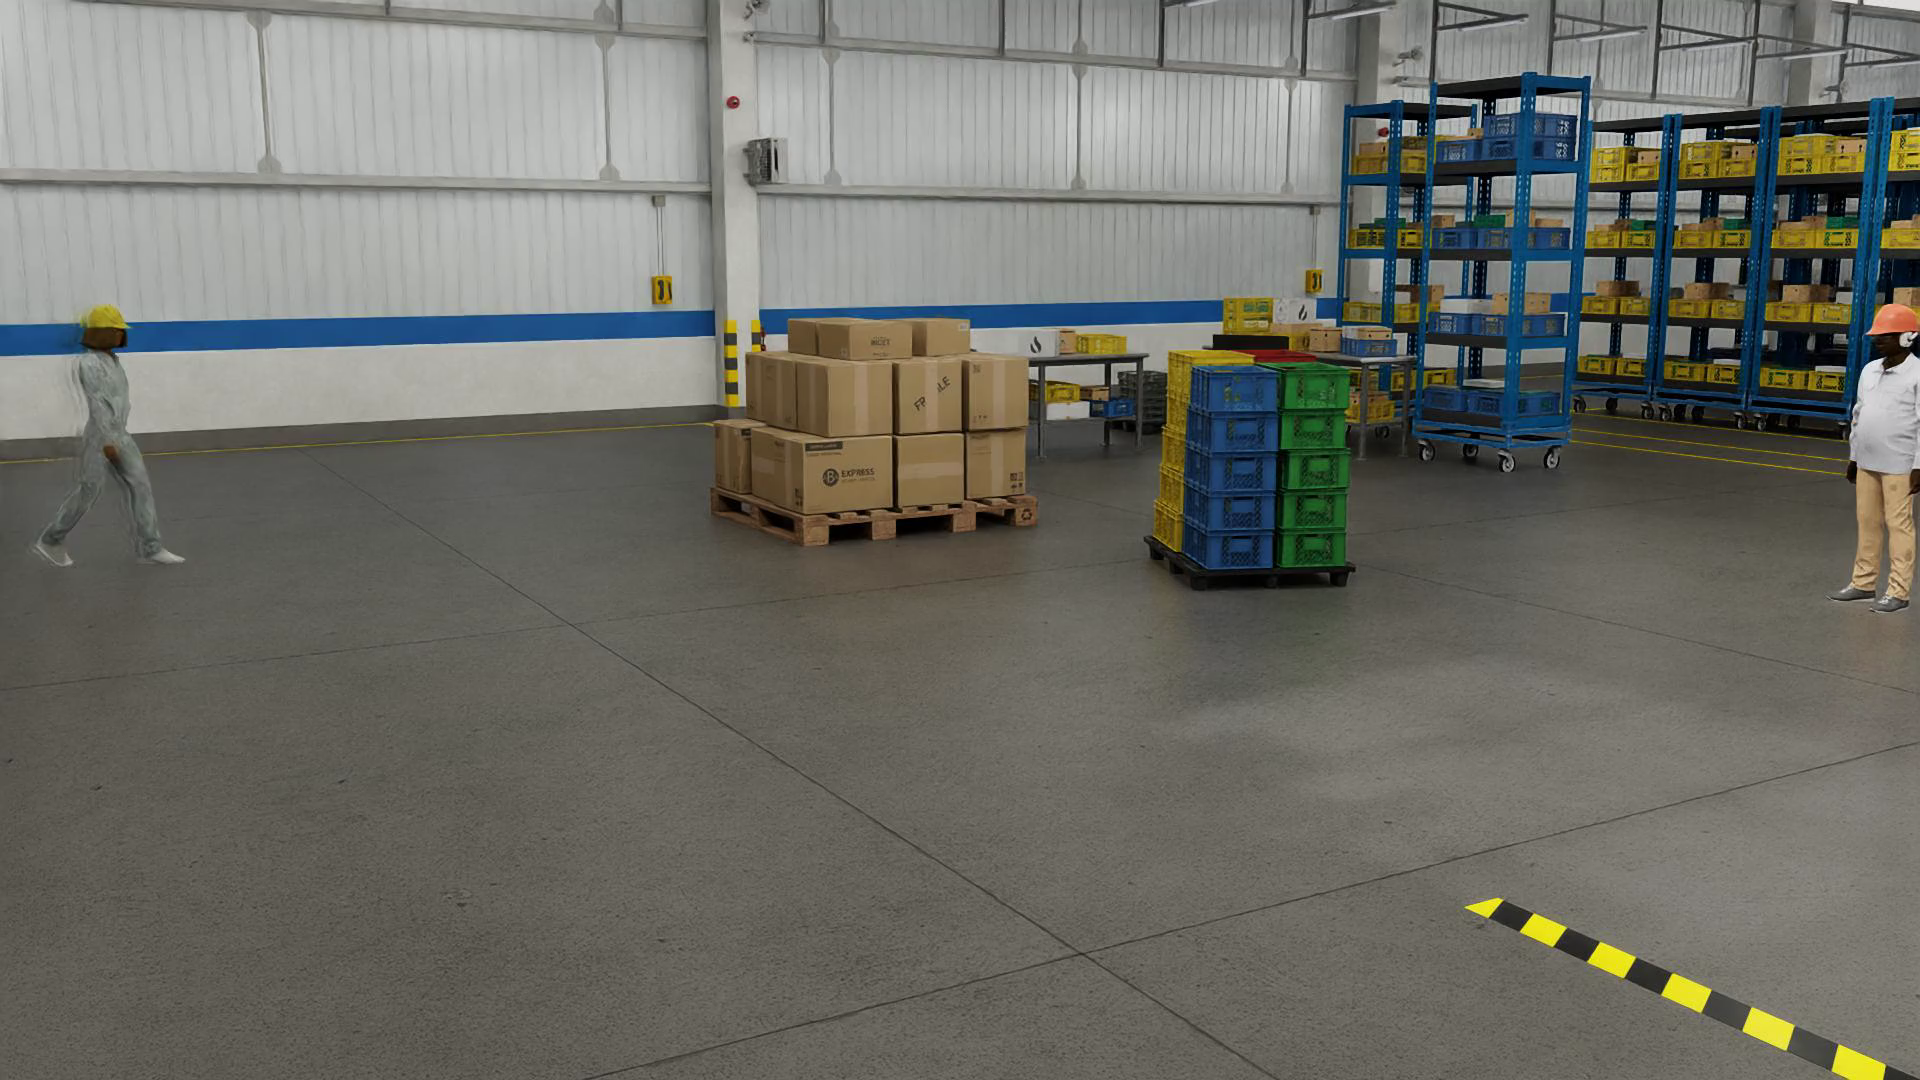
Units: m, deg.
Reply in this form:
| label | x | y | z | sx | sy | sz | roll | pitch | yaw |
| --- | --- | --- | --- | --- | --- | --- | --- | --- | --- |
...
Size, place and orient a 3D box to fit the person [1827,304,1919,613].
| label | x | y | z | sx | sy | sz | roll | pitch | yaw |
| --- | --- | --- | --- | --- | --- | --- | --- | --- | --- |
| person | 5.277 | -0.465 | 9.495 | 0.340 | 1.749 | 0.572 | -2 | 10 | -13 |

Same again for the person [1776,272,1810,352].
| label | x | y | z | sx | sy | sz | roll | pitch | yaw |
| --- | --- | --- | --- | --- | --- | --- | --- | --- | --- |
| person | 12.033 | -3.057 | 24.056 | 0.928 | 1.781 | 0.608 | -8 | 13 | -39 |

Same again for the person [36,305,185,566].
| label | x | y | z | sx | sy | sz | roll | pitch | yaw |
| --- | --- | --- | --- | --- | --- | --- | --- | --- | --- |
| person | -5.581 | -0.666 | 10.772 | 0.851 | 1.708 | 0.484 | 0 | 10 | -1 |
